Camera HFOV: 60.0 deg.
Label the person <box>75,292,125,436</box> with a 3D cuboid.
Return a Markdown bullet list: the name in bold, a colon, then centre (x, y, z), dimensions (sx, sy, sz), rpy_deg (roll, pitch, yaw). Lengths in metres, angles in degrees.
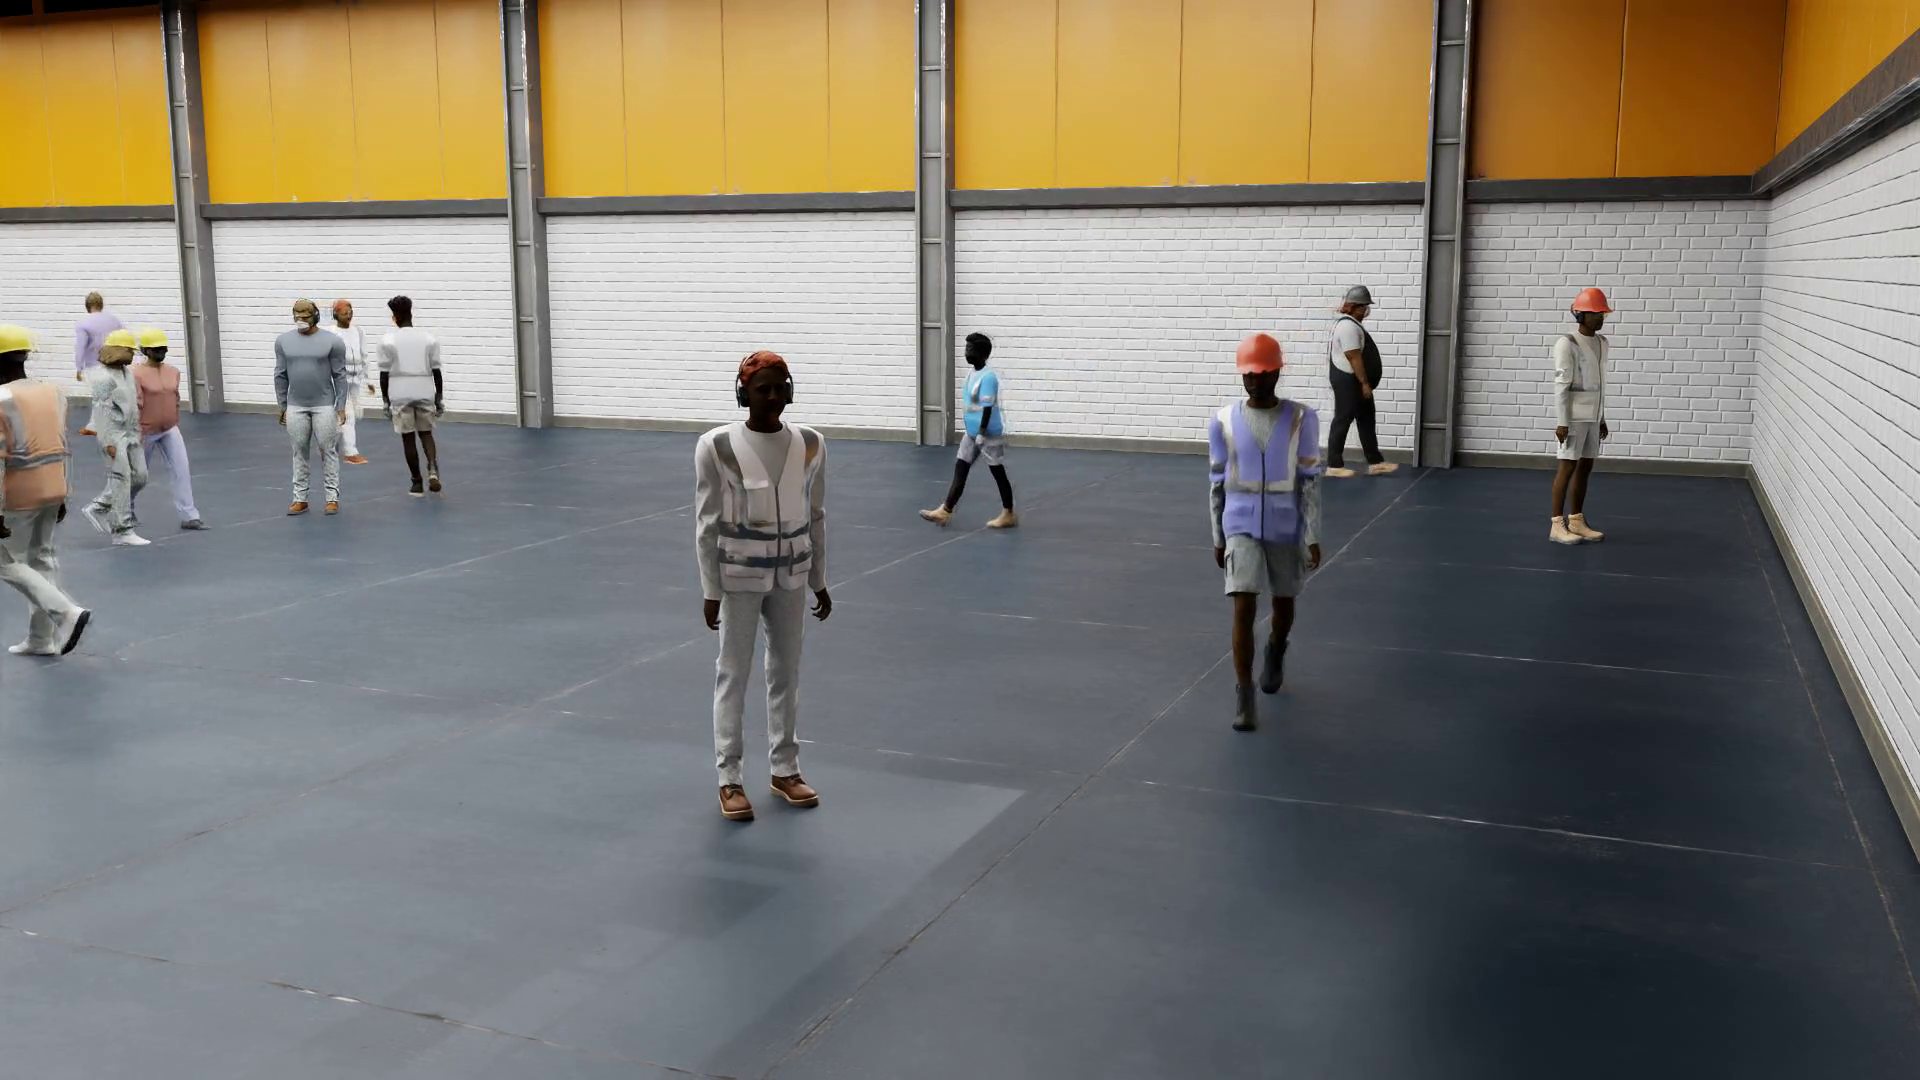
- **person**: centre (-11.036, -2.241, 21.397), dimensions (1.022, 1.900, 0.641), rpy_deg (4, 10, 20)

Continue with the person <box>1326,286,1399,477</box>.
- **person**: centre (4.256, -1.663, 17.418), dimensions (0.819, 2.000, 0.694), rpy_deg (3, 10, 19)

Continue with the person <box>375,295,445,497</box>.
- **person**: centre (-5.283, -1.380, 15.990), dimensions (0.597, 1.941, 0.430), rpy_deg (-6, 11, -31)

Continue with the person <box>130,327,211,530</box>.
- **person**: centre (-6.794, -0.933, 13.995), dimensions (0.920, 1.723, 0.528), rpy_deg (5, 11, 27)

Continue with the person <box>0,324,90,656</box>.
- **person**: centre (-5.170, -0.255, 9.301), dimensions (0.575, 1.902, 0.589), rpy_deg (2, 10, 14)

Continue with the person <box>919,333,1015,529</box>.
- **person**: centre (0.093, -0.900, 13.937), dimensions (0.843, 1.647, 0.552), rpy_deg (-4, 10, -21)

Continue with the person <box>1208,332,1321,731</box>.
- **person**: centre (1.498, -0.073, 8.206), dimensions (0.557, 1.911, 0.858), rpy_deg (2, 10, 11)

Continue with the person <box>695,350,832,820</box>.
- **person**: centre (-0.789, 0.176, 6.752), dimensions (0.575, 1.883, 0.362), rpy_deg (-5, 11, -30)

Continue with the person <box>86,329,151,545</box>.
- **person**: centre (-6.746, -0.814, 13.246), dimensions (0.492, 1.720, 0.507), rpy_deg (0, 9, 1)

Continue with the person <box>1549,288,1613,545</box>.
- **person**: centre (4.998, -0.987, 13.314), dimensions (0.615, 2.042, 0.375), rpy_deg (-7, 12, -36)

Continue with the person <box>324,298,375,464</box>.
- **person**: centre (-6.975, -1.791, 18.745), dimensions (0.744, 1.863, 0.579), rpy_deg (6, 11, 31)

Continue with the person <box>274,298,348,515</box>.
- **person**: centre (-5.783, -1.183, 14.841), dimensions (0.627, 1.934, 0.371), rpy_deg (-1, 9, -6)
